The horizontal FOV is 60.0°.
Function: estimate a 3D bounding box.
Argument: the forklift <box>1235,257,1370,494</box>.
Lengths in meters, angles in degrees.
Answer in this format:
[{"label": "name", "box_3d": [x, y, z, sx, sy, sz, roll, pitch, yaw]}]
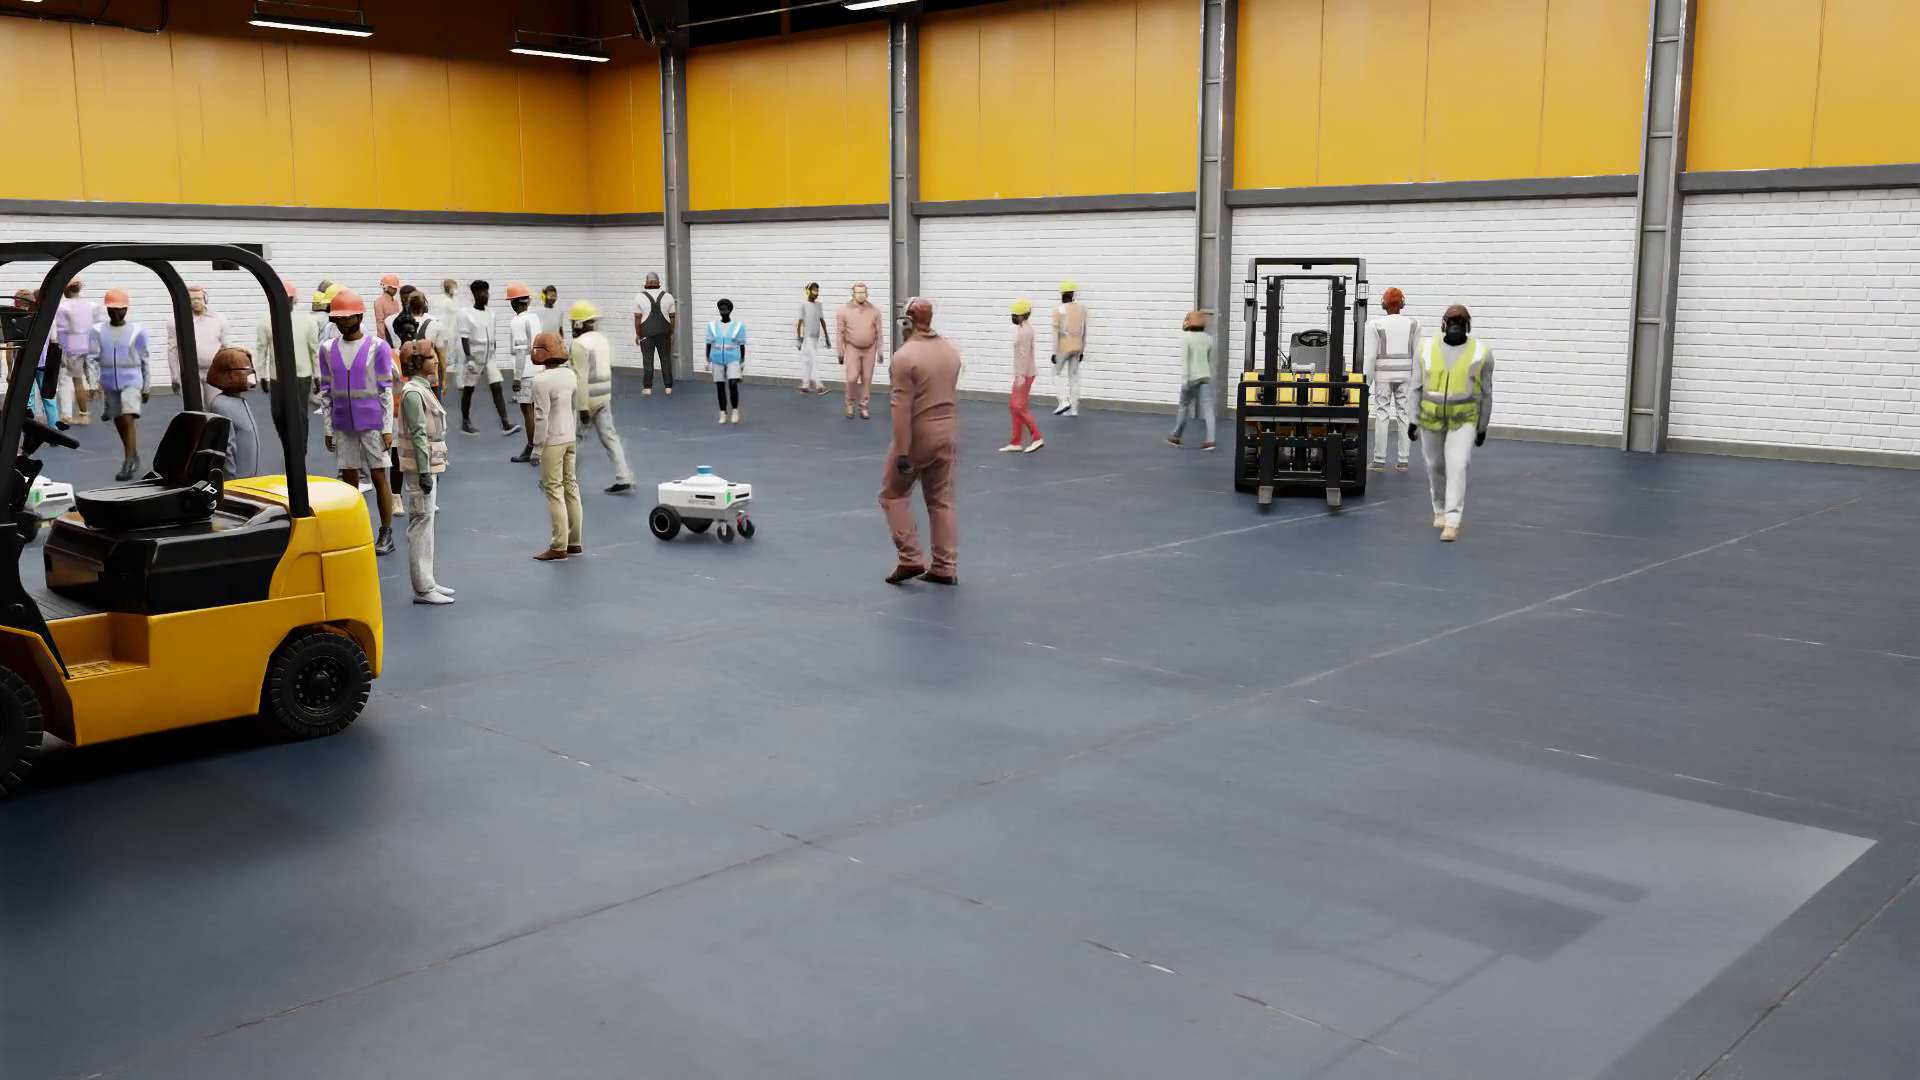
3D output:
[{"label": "forklift", "box_3d": [3.309, -1.629, 16.029, 1.214, 2.155, 2.313, 2, 9, 11]}]

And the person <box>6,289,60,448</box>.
[{"label": "person", "box_3d": [-10.683, -1.963, 19.170, 0.564, 1.838, 0.388, -9, 13, -44]}]

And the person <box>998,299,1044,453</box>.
[{"label": "person", "box_3d": [0.690, -1.839, 18.714, 0.447, 1.747, 0.615, 0, 9, -3]}]

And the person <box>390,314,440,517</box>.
[{"label": "person", "box_3d": [-4.625, -1.049, 13.998, 0.540, 1.696, 0.315, -7, 11, -36]}]

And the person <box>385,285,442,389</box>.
[{"label": "person", "box_3d": [-5.855, -1.781, 17.880, 0.598, 1.904, 0.399, 1, 9, 3]}]

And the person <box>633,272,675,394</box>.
[{"label": "person", "box_3d": [-5.080, -3.438, 27.590, 0.683, 2.000, 0.536, -3, 10, -19]}]

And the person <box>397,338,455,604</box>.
[{"label": "person", "box_3d": [-3.332, -0.425, 10.333, 0.307, 1.645, 0.513, -2, 10, -15]}]

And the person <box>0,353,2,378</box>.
[{"label": "person", "box_3d": [-12.480, -2.168, 21.178, 0.515, 1.592, 0.863, -6, 11, -33]}]

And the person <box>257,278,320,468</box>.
[{"label": "person", "box_3d": [-6.997, -1.737, 17.378, 0.623, 1.978, 0.675, -3, 10, -17]}]

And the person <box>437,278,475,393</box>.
[{"label": "person", "box_3d": [-8.565, -3.404, 27.766, 0.780, 1.916, 0.638, 1, 9, 8]}]

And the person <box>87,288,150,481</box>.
[{"label": "person", "box_3d": [-8.342, -1.563, 16.590, 0.539, 1.896, 1.015, -2, 9, -9]}]

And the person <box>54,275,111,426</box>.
[{"label": "person", "box_3d": [-11.518, -2.496, 21.849, 0.646, 2.027, 0.626, 6, 11, 32]}]

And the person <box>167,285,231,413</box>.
[{"label": "person", "box_3d": [-8.337, -1.849, 18.284, 0.652, 1.905, 0.403, -6, 11, -33]}]

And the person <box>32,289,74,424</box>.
[{"label": "person", "box_3d": [-12.223, -2.446, 22.255, 0.734, 1.810, 0.640, 3, 10, 20]}]

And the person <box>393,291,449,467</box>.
[{"label": "person", "box_3d": [-5.569, -1.648, 17.211, 0.506, 1.847, 0.345, -2, 10, -13]}]

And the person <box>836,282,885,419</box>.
[{"label": "person", "box_3d": [-1.354, -2.597, 22.918, 0.647, 1.891, 0.507, -3, 10, -18]}]

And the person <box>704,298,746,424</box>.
[{"label": "person", "box_3d": [-3.125, -2.362, 22.111, 0.544, 1.681, 0.524, 1, 9, 4]}]

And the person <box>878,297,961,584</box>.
[{"label": "person", "box_3d": [-0.272, -0.636, 10.896, 0.534, 1.889, 0.654, 8, 13, 42]}]

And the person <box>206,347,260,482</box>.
[{"label": "person", "box_3d": [-4.080, -0.273, 9.426, 0.279, 1.634, 0.499, -2, 9, -11]}]

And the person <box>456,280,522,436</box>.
[{"label": "person", "box_3d": [-5.875, -2.235, 20.539, 0.973, 1.923, 0.603, 7, 12, 37]}]

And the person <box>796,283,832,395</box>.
[{"label": "person", "box_3d": [-2.342, -3.305, 27.408, 0.843, 1.836, 0.550, 7, 11, 36]}]

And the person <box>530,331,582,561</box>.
[{"label": "person", "box_3d": [-2.886, -0.664, 11.828, 0.279, 1.634, 0.499, 3, 10, 17]}]

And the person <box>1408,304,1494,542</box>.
[{"label": "person", "box_3d": [3.824, -0.933, 12.974, 0.612, 1.809, 0.937, 4, 10, 26]}]

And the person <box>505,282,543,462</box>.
[{"label": "person", "box_3d": [-4.681, -1.796, 17.857, 0.376, 1.932, 0.543, 1, 9, 9]}]

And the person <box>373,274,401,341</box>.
[{"label": "person", "box_3d": [-8.617, -3.018, 25.182, 0.390, 1.986, 0.609, 1, 9, 7]}]

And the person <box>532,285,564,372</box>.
[{"label": "person", "box_3d": [-5.783, -2.671, 23.515, 0.530, 1.838, 0.795, -7, 11, -36]}]

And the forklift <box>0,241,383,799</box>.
[{"label": "forklift", "box_3d": [-3.706, -0.171, 7.093, 1.214, 2.155, 2.313, 9, 13, 43]}]

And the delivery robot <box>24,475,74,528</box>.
[{"label": "delivery robot", "box_3d": [-7.197, -0.337, 12.834, 0.707, 0.478, 0.477, 5, 10, 26]}]

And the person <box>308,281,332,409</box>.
[{"label": "person", "box_3d": [-9.327, -2.849, 24.485, 0.820, 1.916, 0.672, 3, 10, 17]}]

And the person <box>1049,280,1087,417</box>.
[{"label": "person", "box_3d": [1.509, -2.680, 23.333, 0.605, 1.911, 0.424, -5, 11, -30]}]

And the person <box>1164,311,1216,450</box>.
[{"label": "person", "box_3d": [2.701, -1.843, 19.189, 0.510, 1.576, 0.864, -5, 11, -28]}]

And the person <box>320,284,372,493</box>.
[{"label": "person", "box_3d": [-5.682, -1.388, 15.366, 0.585, 1.929, 0.371, 6, 11, 32]}]

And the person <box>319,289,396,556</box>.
[{"label": "person", "box_3d": [-4.346, -0.834, 11.990, 0.539, 1.930, 0.387, 1, 9, 3]}]

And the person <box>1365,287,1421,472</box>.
[{"label": "person", "box_3d": [4.411, -1.634, 17.001, 0.574, 1.887, 0.355, -1, 9, -5]}]

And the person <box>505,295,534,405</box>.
[{"label": "person", "box_3d": [-6.503, -2.928, 25.220, 0.832, 1.800, 0.603, 0, 9, 1]}]

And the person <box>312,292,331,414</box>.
[{"label": "person", "box_3d": [-9.119, -2.676, 23.856, 0.320, 1.737, 0.485, 4, 10, 24]}]

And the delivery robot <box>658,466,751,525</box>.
[{"label": "delivery robot", "box_3d": [-1.953, -0.326, 12.742, 0.707, 0.478, 0.477, 6, 11, 27]}]

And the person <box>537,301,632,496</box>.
[{"label": "person", "box_3d": [-3.413, -1.287, 15.204, 0.955, 1.777, 0.607, 3, 10, 19]}]
